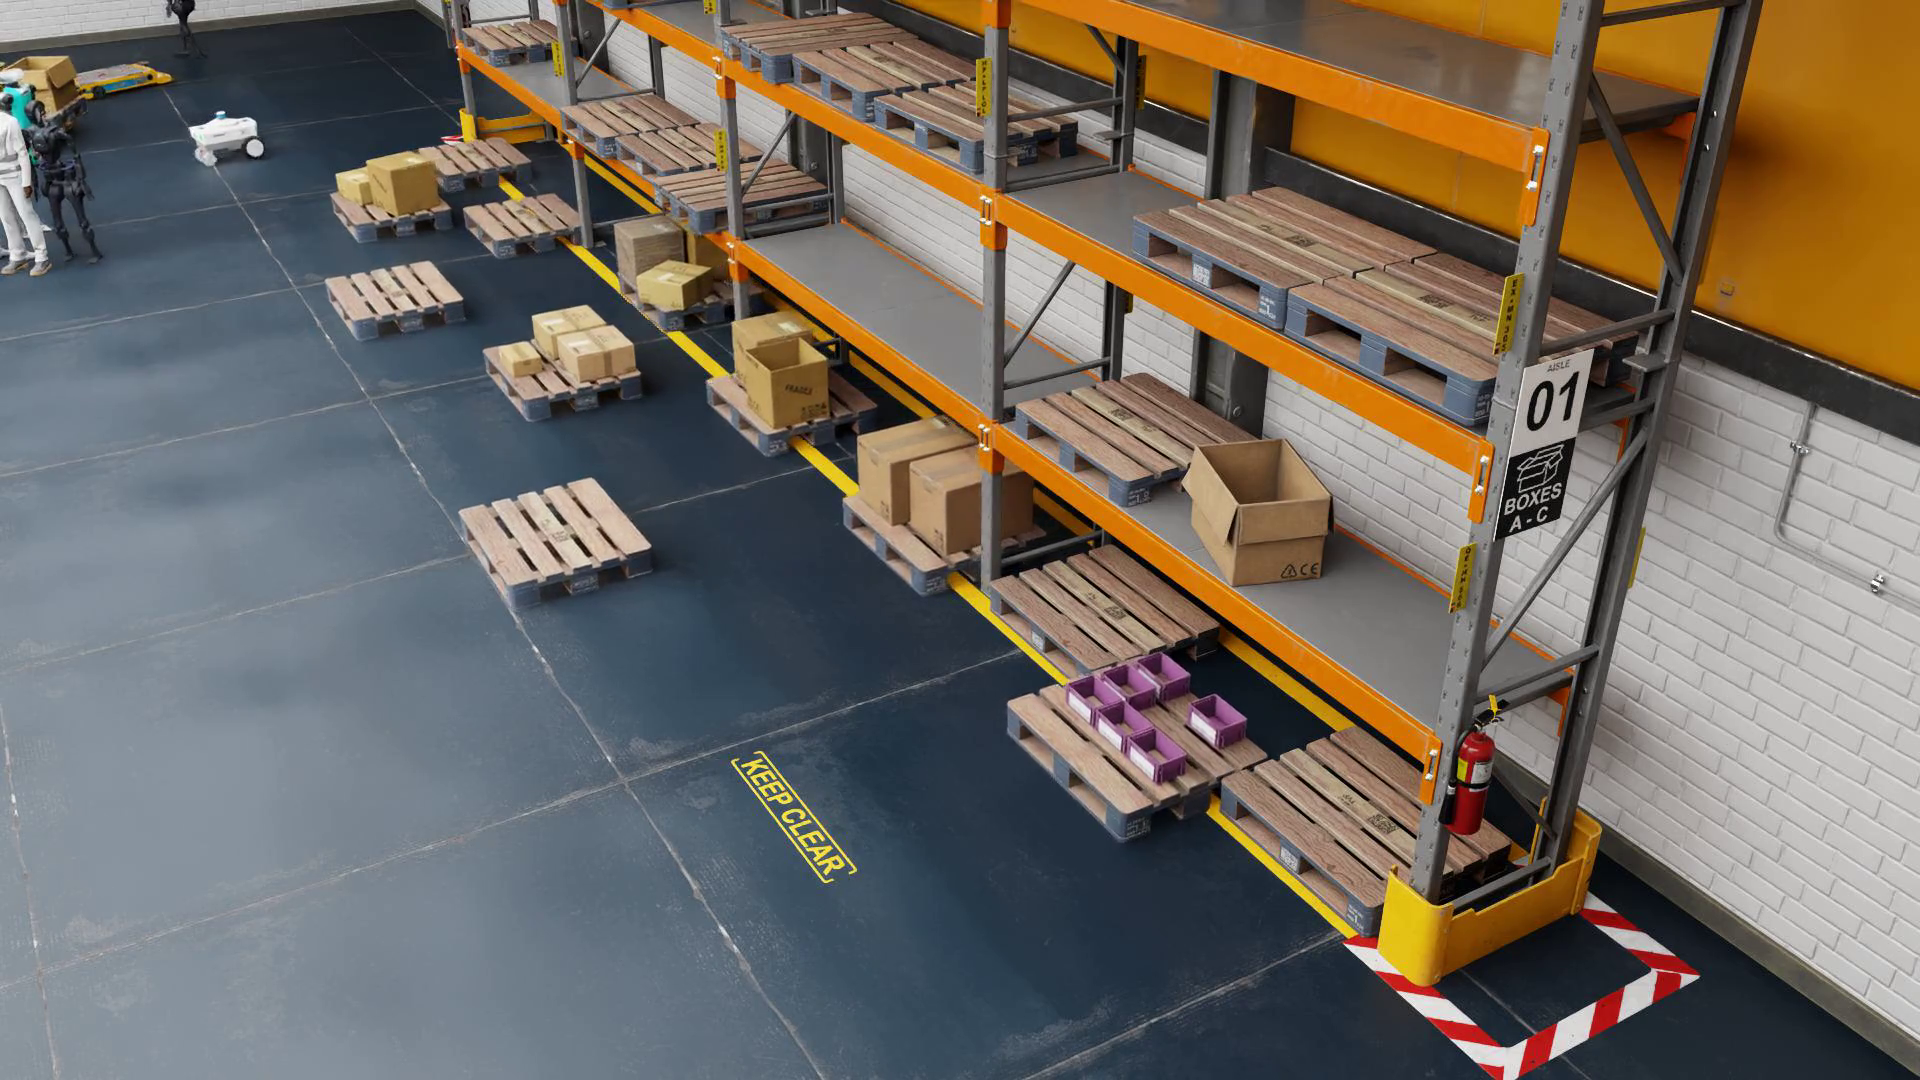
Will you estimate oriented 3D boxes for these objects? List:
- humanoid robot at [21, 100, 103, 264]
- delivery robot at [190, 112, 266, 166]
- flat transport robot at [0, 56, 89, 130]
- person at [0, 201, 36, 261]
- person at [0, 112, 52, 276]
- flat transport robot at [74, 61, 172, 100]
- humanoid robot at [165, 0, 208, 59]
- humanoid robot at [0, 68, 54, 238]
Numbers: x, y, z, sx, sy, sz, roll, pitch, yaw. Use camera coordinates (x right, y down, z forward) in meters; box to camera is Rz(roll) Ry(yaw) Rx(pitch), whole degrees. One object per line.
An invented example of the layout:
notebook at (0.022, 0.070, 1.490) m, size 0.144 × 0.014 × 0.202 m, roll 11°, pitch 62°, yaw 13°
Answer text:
humanoid robot at (-8.906, -3.546, 16.476) m, size 0.616 × 1.647 × 0.326 m, roll 1°, pitch 30°, yaw 2°
delivery robot at (-8.735, -4.799, 19.808) m, size 0.793 × 0.590 × 0.499 m, roll -23°, pitch 37°, yaw -34°
flat transport robot at (-11.486, -4.998, 20.456) m, size 0.659 × 0.231 × 1.431 m, roll -2°, pitch 30°, yaw -4°
person at (-9.662, -3.585, 16.509) m, size 0.477 × 1.704 × 0.368 m, roll 6°, pitch 30°, yaw 10°
person at (-9.294, -3.505, 16.184) m, size 0.574 × 1.882 × 0.356 m, roll 4°, pitch 30°, yaw 8°
flat transport robot at (-11.588, -6.239, 22.646) m, size 0.659 × 0.231 × 1.431 m, roll 20°, pitch 35°, yaw 32°
humanoid robot at (-11.276, -7.785, 23.976) m, size 0.565 × 1.631 × 0.604 m, roll 3°, pitch 30°, yaw 5°
humanoid robot at (-9.759, -3.955, 17.093) m, size 0.745 × 1.752 × 0.530 m, roll 2°, pitch 30°, yaw 4°
